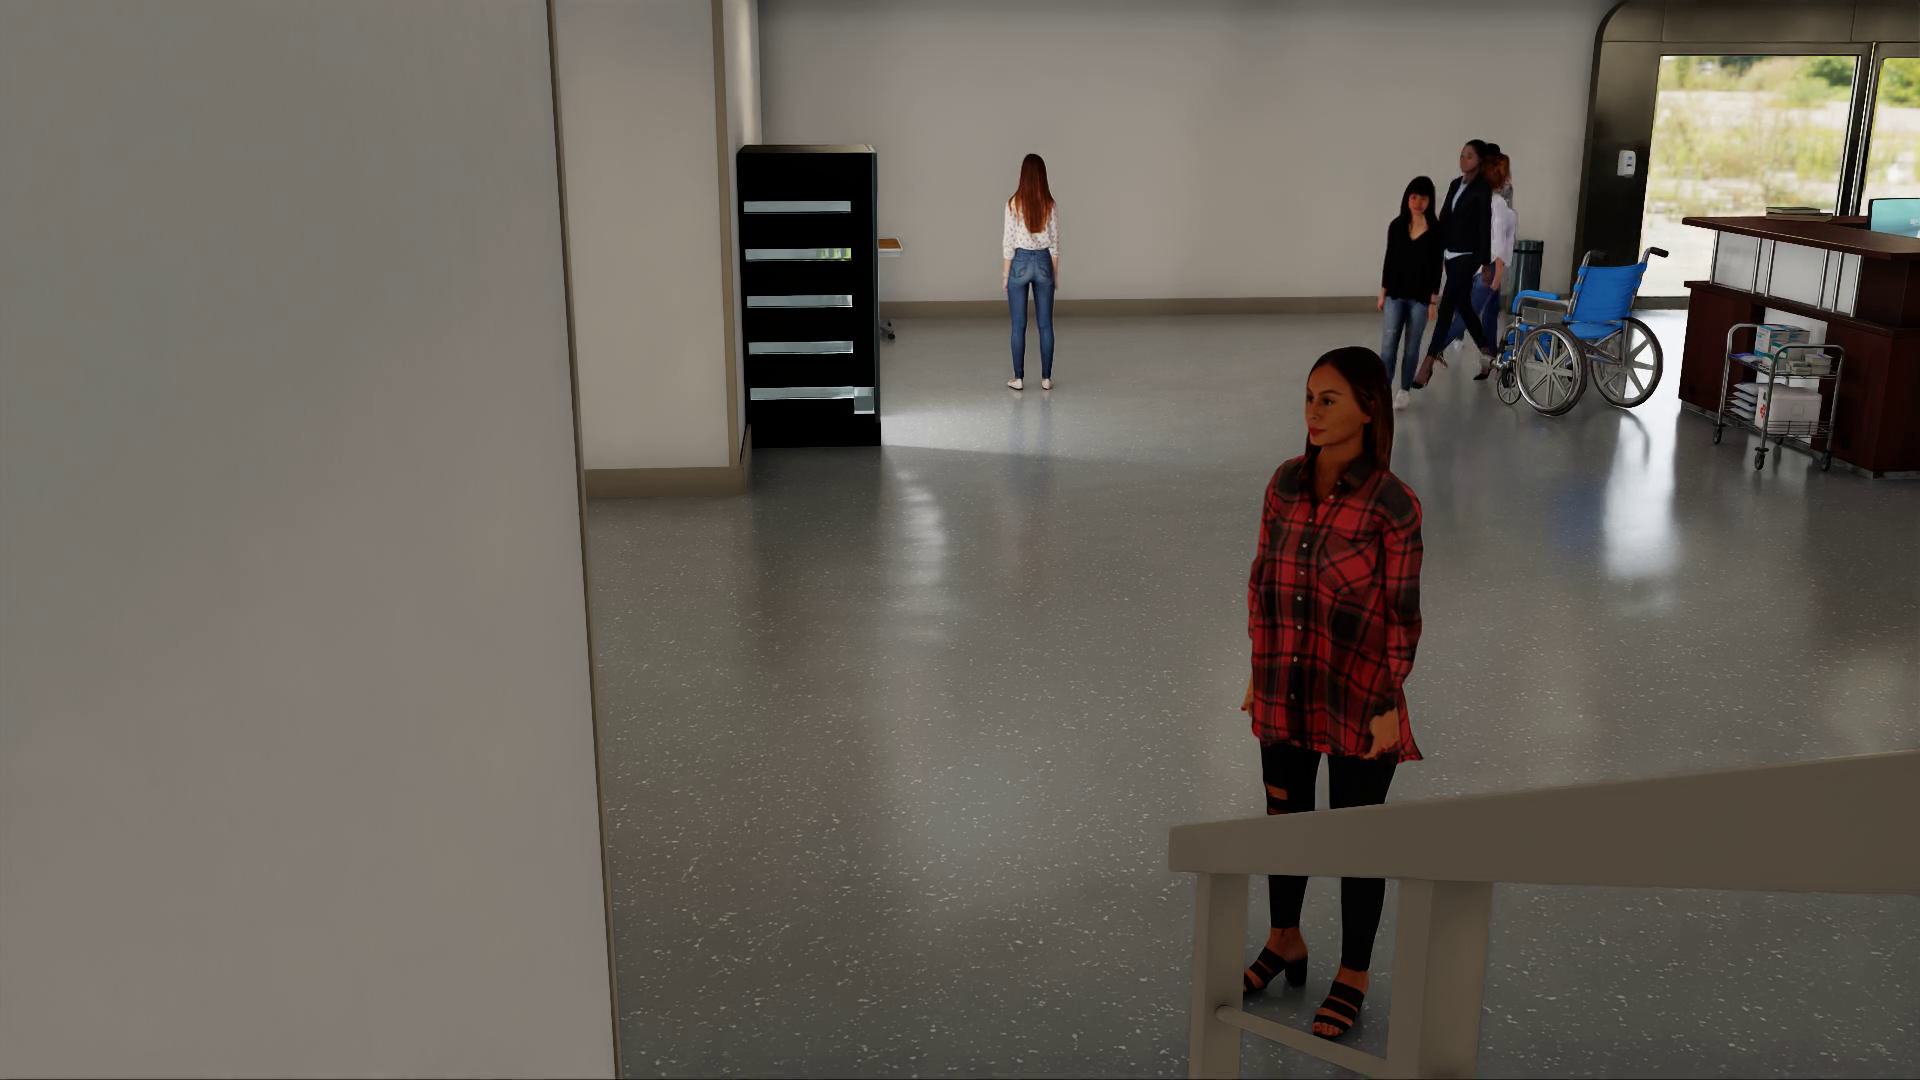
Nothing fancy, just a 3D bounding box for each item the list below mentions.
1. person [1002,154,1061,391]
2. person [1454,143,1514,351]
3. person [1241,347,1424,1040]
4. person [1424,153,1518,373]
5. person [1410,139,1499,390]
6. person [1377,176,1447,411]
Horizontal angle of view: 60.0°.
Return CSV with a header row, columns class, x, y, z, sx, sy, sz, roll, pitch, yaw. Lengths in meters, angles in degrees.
class,x,y,z,sx,sy,sz,roll,pitch,yaw
person,0.529,-1.990,12.366,0.583,1.728,0.491,-2,16,-7
person,4.416,-2.475,14.081,0.694,1.732,0.702,8,18,27
person,0.894,0.374,4.029,0.768,1.703,0.677,-13,20,-39
person,4.007,-2.131,12.958,0.766,1.678,1.071,-4,16,-12
person,3.770,-1.998,12.284,0.798,1.788,1.057,-5,16,-16
person,3.116,-1.681,11.476,0.854,1.616,1.032,7,17,23
